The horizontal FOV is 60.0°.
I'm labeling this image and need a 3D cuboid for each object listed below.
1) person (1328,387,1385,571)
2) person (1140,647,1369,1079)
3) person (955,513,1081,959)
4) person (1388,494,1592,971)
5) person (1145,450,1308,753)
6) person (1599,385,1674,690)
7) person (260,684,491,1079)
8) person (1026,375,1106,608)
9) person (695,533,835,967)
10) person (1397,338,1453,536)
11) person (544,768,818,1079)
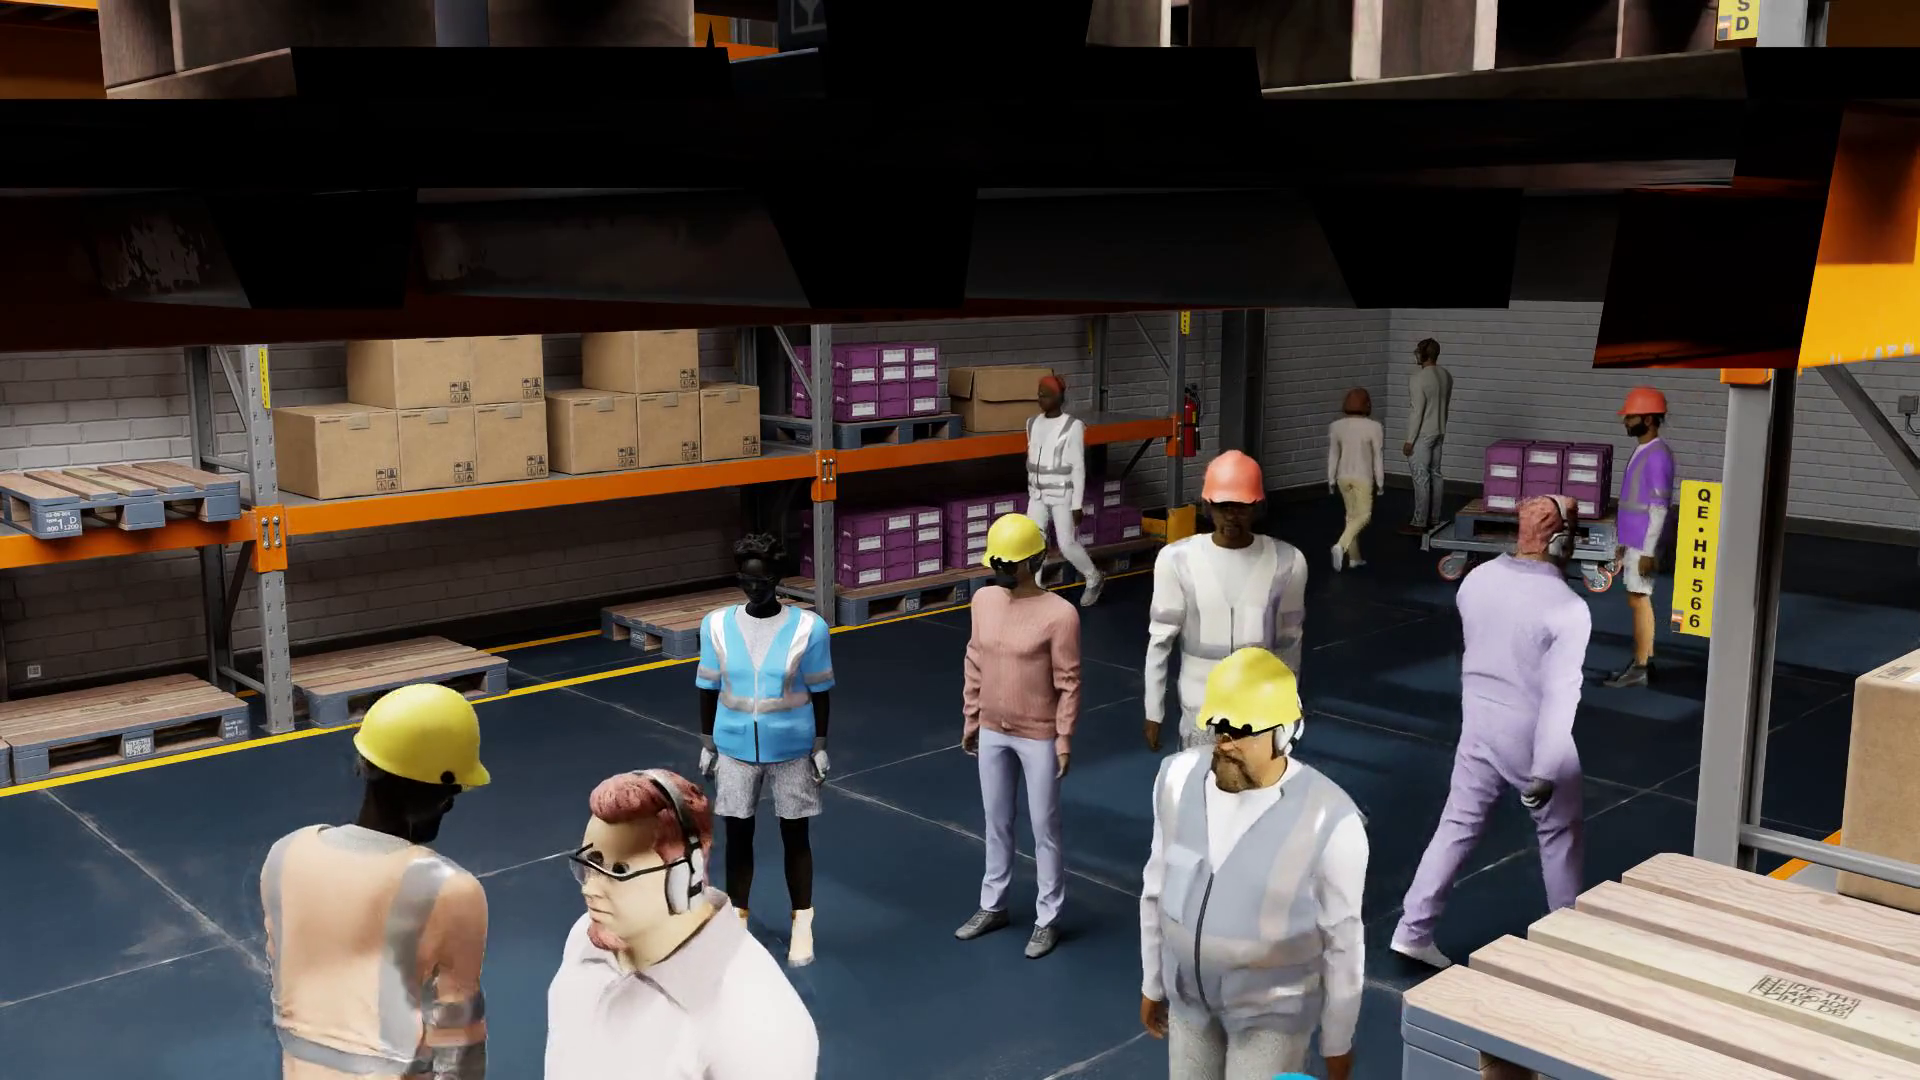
[{"bbox_3d":[3.404,-0.520,14.428,0.506,1.609,0.678,9,13,42],"label":"person"},{"bbox_3d":[0.758,1.125,4.226,0.590,1.805,0.695,9,13,42],"label":"person"},{"bbox_3d":[0.222,0.759,6.525,0.523,1.759,0.334,7,12,36],"label":"person"},{"bbox_3d":[2.092,0.746,6.326,0.981,1.864,0.640,-5,11,-28],"label":"person"},{"bbox_3d":[1.071,0.605,6.755,0.625,2.006,0.986,1,10,7],"label":"person"},{"bbox_3d":[4.289,-0.014,10.531,0.366,1.935,0.551,2,10,13],"label":"person"},{"bbox_3d":[-1.224,1.217,3.580,0.615,1.847,1.020,3,10,19],"label":"person"},{"bbox_3d":[0.761,-0.336,12.664,0.860,1.858,0.583,-9,13,-43],"label":"person"},{"bbox_3d":[-0.753,0.808,6.415,0.541,1.696,0.315,1,10,5],"label":"person"},{"bbox_3d":[4.574,-1.011,16.356,0.631,1.940,0.369,-9,13,-43],"label":"person"},{"bbox_3d":[-0.488,1.302,2.977,0.732,1.885,0.646,-9,13,-43],"label":"person"}]
